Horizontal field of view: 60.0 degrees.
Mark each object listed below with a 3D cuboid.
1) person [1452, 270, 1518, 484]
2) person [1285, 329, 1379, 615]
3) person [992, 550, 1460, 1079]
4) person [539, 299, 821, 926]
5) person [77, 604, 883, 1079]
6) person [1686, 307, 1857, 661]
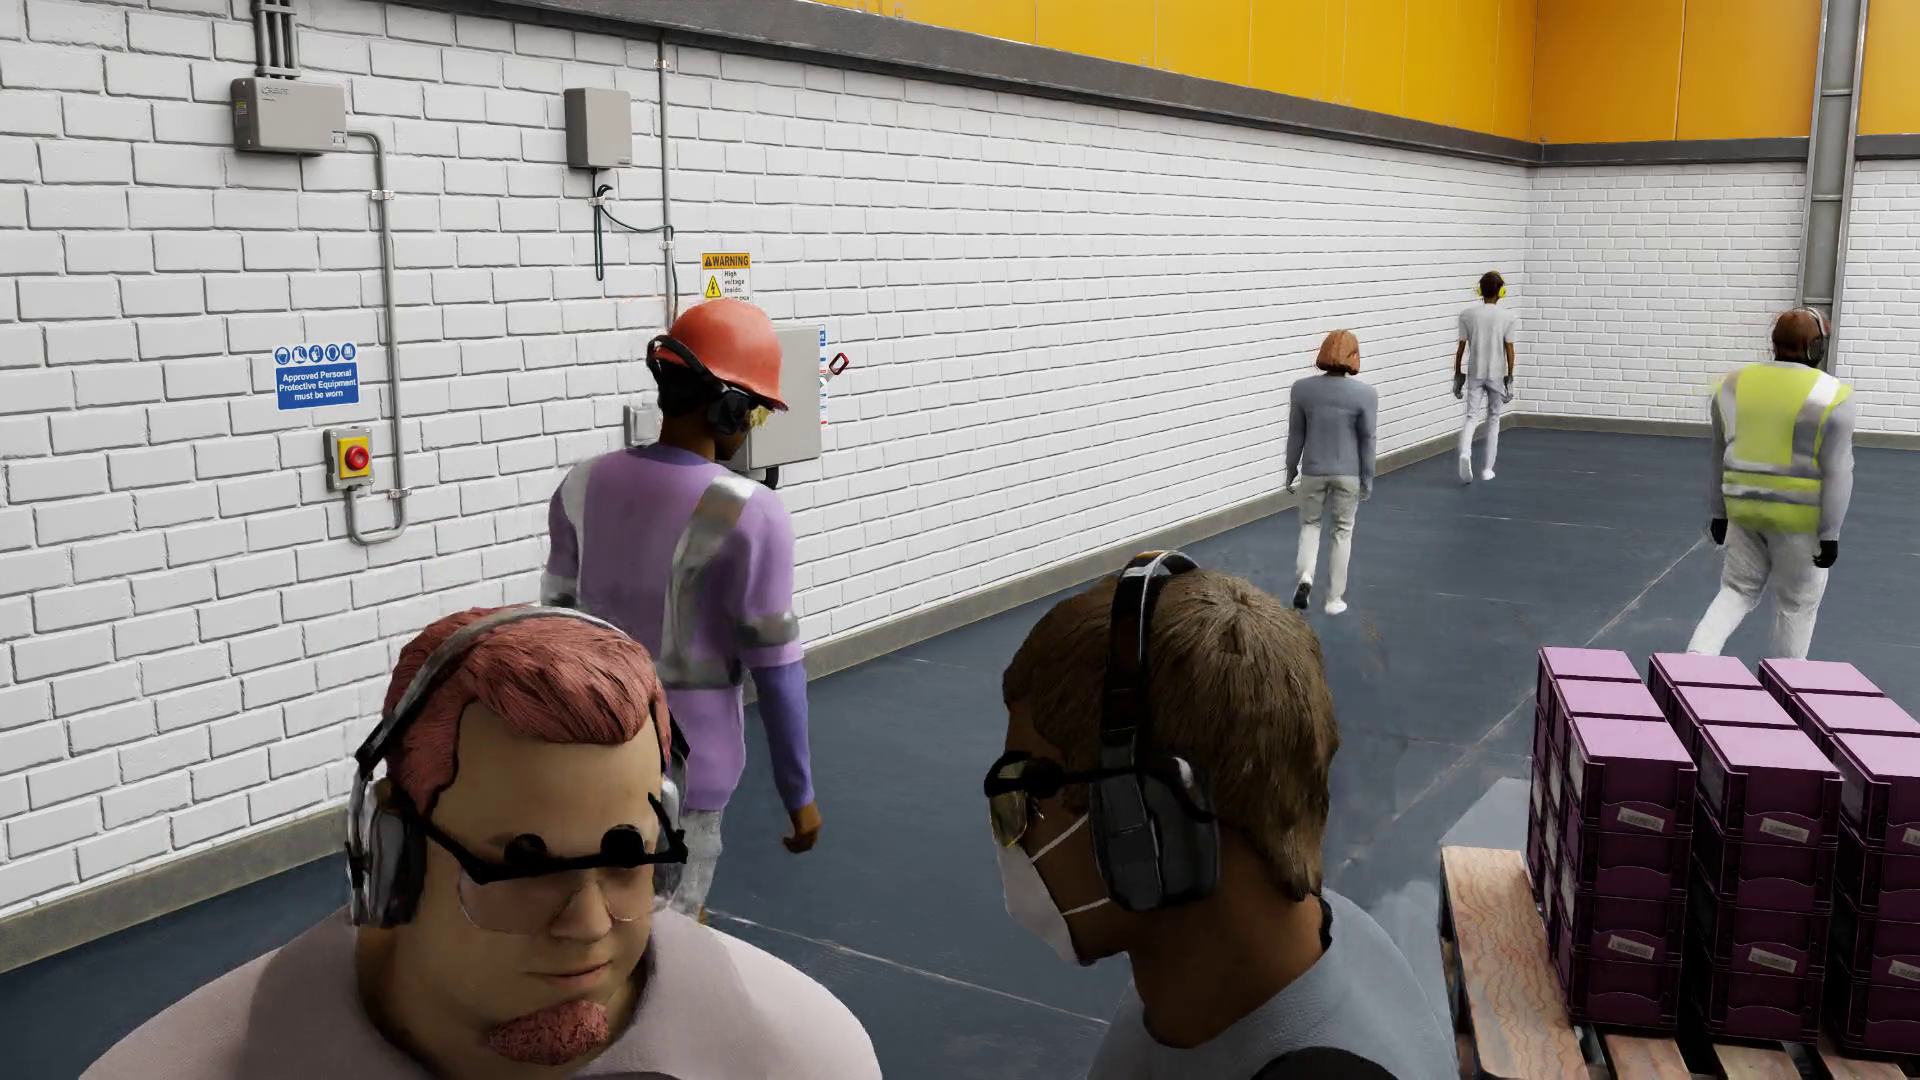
[{"bbox_3d":[4.528,-1.402,14.389,0.519,1.849,0.806,5,11,26],"label":"person"},{"bbox_3d":[2.048,-0.359,9.233,0.515,1.613,0.451,5,11,24],"label":"person"},{"bbox_3d":[0.269,0.948,1.231,0.887,1.911,0.621,2,10,12],"label":"person"},{"bbox_3d":[-0.596,0.471,3.647,0.684,1.968,1.026,7,12,35],"label":"person"},{"bbox_3d":[-0.356,0.955,1.322,0.640,1.865,0.959,-2,10,-12],"label":"person"},{"bbox_3d":[3.479,-0.087,7.165,0.702,1.828,0.630,-7,12,-34],"label":"person"}]
